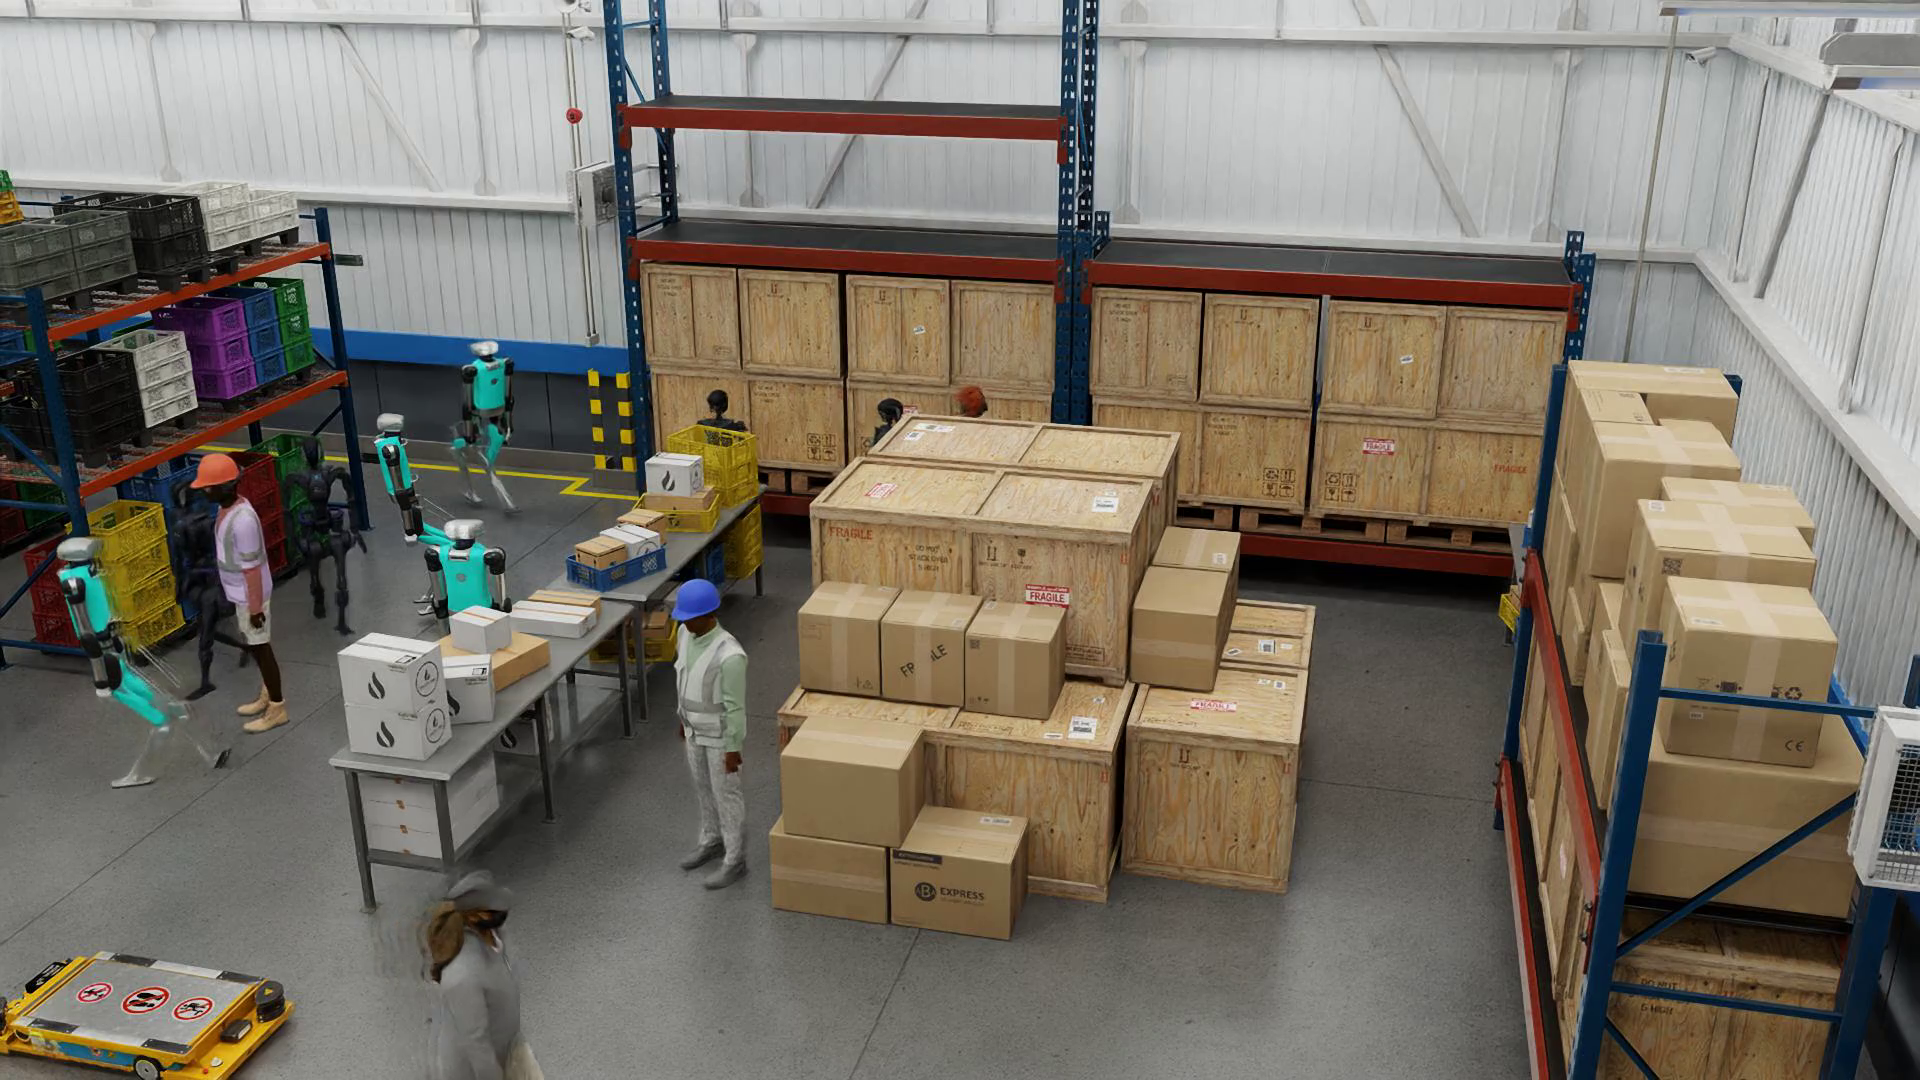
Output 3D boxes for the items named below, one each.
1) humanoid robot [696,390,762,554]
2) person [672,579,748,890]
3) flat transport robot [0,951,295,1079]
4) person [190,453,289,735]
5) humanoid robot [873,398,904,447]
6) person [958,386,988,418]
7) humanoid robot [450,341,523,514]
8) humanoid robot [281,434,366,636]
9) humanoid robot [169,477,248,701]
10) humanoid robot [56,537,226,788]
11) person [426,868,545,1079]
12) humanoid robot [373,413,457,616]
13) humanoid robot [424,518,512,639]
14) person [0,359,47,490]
[{"bbox_3d":[-2.023,-0.501,14.419,0.584,1.640,0.493,6,22,16],"label":"humanoid robot"},{"bbox_3d":[-1.468,1.118,9.790,0.407,1.939,0.601,-17,27,-38],"label":"person"},{"bbox_3d":[-4.270,2.464,8.601,1.431,0.231,0.659,5,22,13],"label":"flat transport robot"},{"bbox_3d":[-5.028,0.365,11.633,0.409,2.035,0.612,-13,24,-30],"label":"person"},{"bbox_3d":[-0.630,-0.410,14.163,0.411,1.639,0.596,-8,22,-21],"label":"humanoid robot"},{"bbox_3d":[0.167,-0.367,13.788,0.647,1.846,0.653,18,27,39],"label":"person"},{"bbox_3d":[-4.590,-1.069,15.839,1.026,1.760,0.539,18,28,39],"label":"humanoid robot"},{"bbox_3d":[-5.106,-0.068,13.306,0.589,1.644,0.594,-12,24,-29],"label":"humanoid robot"},{"bbox_3d":[-5.572,0.308,12.310,0.609,1.633,0.701,12,24,28],"label":"humanoid robot"},{"bbox_3d":[-5.315,0.840,10.911,0.843,1.857,0.553,-6,22,-16],"label":"humanoid robot"},{"bbox_3d":[-1.979,2.199,7.236,0.857,1.729,0.593,1,21,2],"label":"person"},{"bbox_3d":[-4.264,-0.230,13.402,0.735,1.677,0.533,-8,22,-19],"label":"humanoid robot"},{"bbox_3d":[-3.219,0.570,11.310,0.533,1.677,0.735,2,21,5],"label":"humanoid robot"},{"bbox_3d":[-9.223,-1.379,16.455,0.429,1.842,0.625,-3,21,-9],"label":"person"}]
